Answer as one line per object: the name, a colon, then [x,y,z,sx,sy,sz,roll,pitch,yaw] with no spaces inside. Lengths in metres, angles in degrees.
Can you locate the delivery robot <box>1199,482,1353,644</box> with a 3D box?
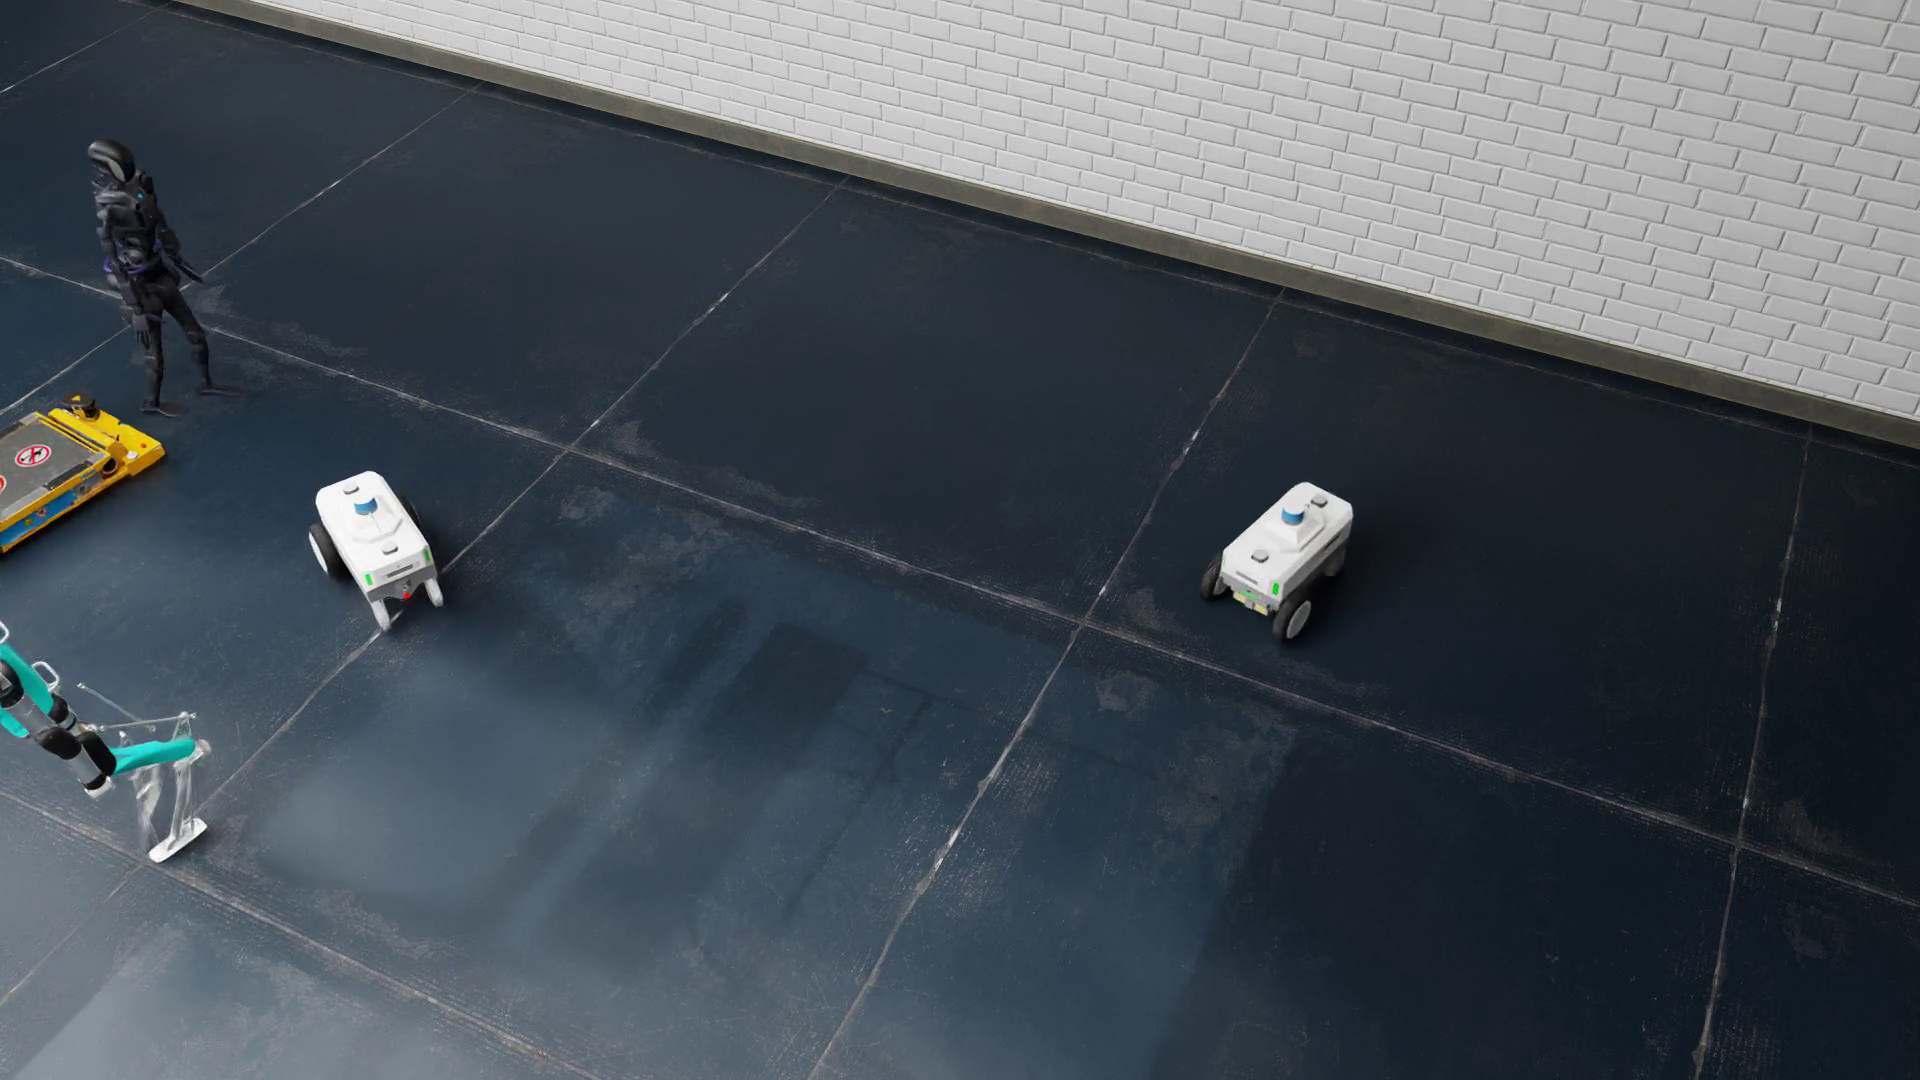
delivery robot: [1.547,0.078,7.969,0.499,0.606,0.796,31,51,29]

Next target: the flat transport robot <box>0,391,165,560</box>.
flat transport robot: [-4.895,-0.231,8.504,0.659,0.231,1.431,24,48,24]

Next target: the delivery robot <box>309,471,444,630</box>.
delivery robot: [-2.825,0.008,8.050,0.499,0.614,0.815,-25,49,-25]

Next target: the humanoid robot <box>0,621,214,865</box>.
humanoid robot: [-3.294,0.733,6.443,0.538,1.846,0.805,32,51,30]

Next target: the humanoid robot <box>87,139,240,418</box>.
humanoid robot: [-4.285,-1.361,8.700,0.447,1.637,0.589,2,43,2]
